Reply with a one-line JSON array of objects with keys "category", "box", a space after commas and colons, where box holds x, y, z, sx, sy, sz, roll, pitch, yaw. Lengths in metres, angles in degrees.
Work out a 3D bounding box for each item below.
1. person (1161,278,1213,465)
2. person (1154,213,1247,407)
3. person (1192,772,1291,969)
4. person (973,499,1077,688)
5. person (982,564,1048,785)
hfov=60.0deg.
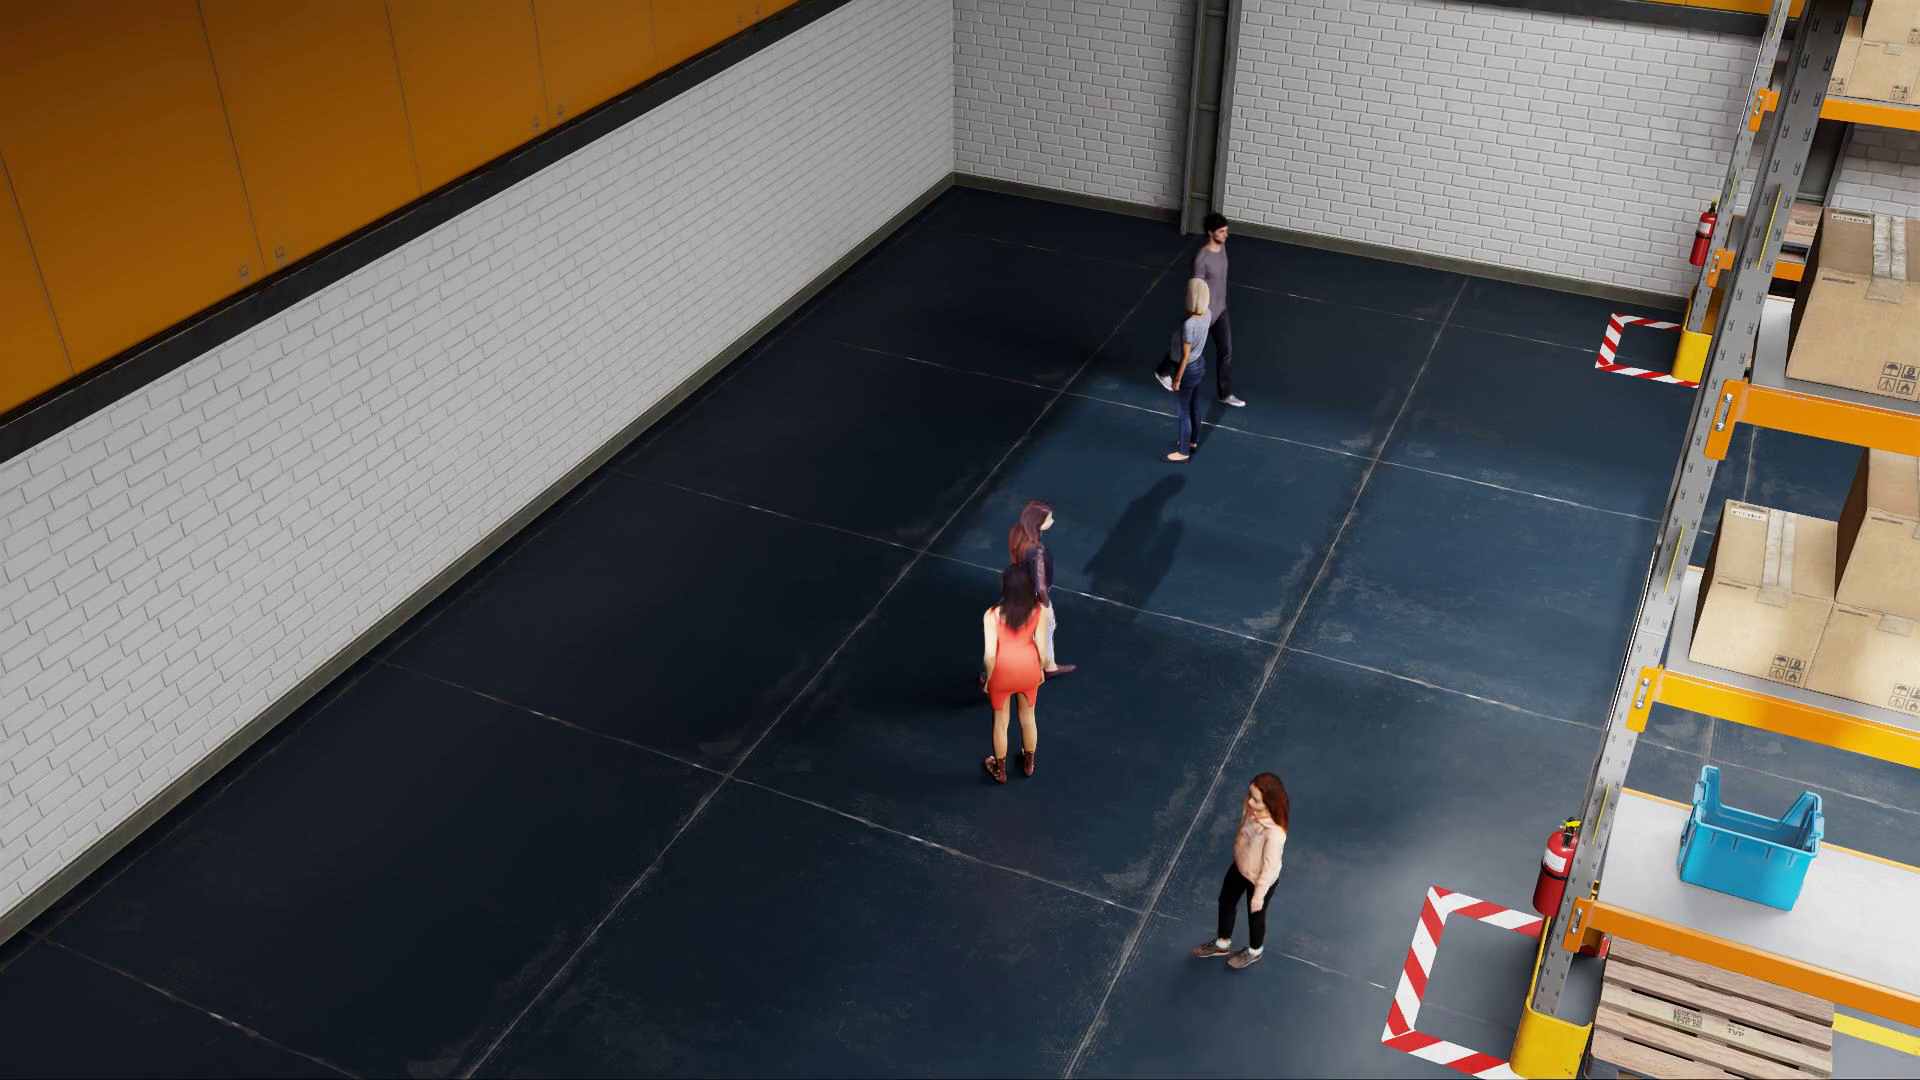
[{"category": "person", "box": [1.979, -1.462, 14.305, 0.521, 1.722, 0.589, 17, 37, 24]}, {"category": "person", "box": [2.181, -2.110, 15.194, 1.237, 1.817, 0.889, 24, 41, 32]}, {"category": "person", "box": [1.734, 1.879, 9.506, 0.818, 1.472, 0.758, -11, 35, -16]}, {"category": "person", "box": [0.440, 0.442, 11.570, 1.103, 1.580, 0.978, -7, 34, -11]}, {"category": "person", "box": [0.350, 0.871, 10.803, 0.664, 1.714, 0.734, -9, 35, -14]}]
